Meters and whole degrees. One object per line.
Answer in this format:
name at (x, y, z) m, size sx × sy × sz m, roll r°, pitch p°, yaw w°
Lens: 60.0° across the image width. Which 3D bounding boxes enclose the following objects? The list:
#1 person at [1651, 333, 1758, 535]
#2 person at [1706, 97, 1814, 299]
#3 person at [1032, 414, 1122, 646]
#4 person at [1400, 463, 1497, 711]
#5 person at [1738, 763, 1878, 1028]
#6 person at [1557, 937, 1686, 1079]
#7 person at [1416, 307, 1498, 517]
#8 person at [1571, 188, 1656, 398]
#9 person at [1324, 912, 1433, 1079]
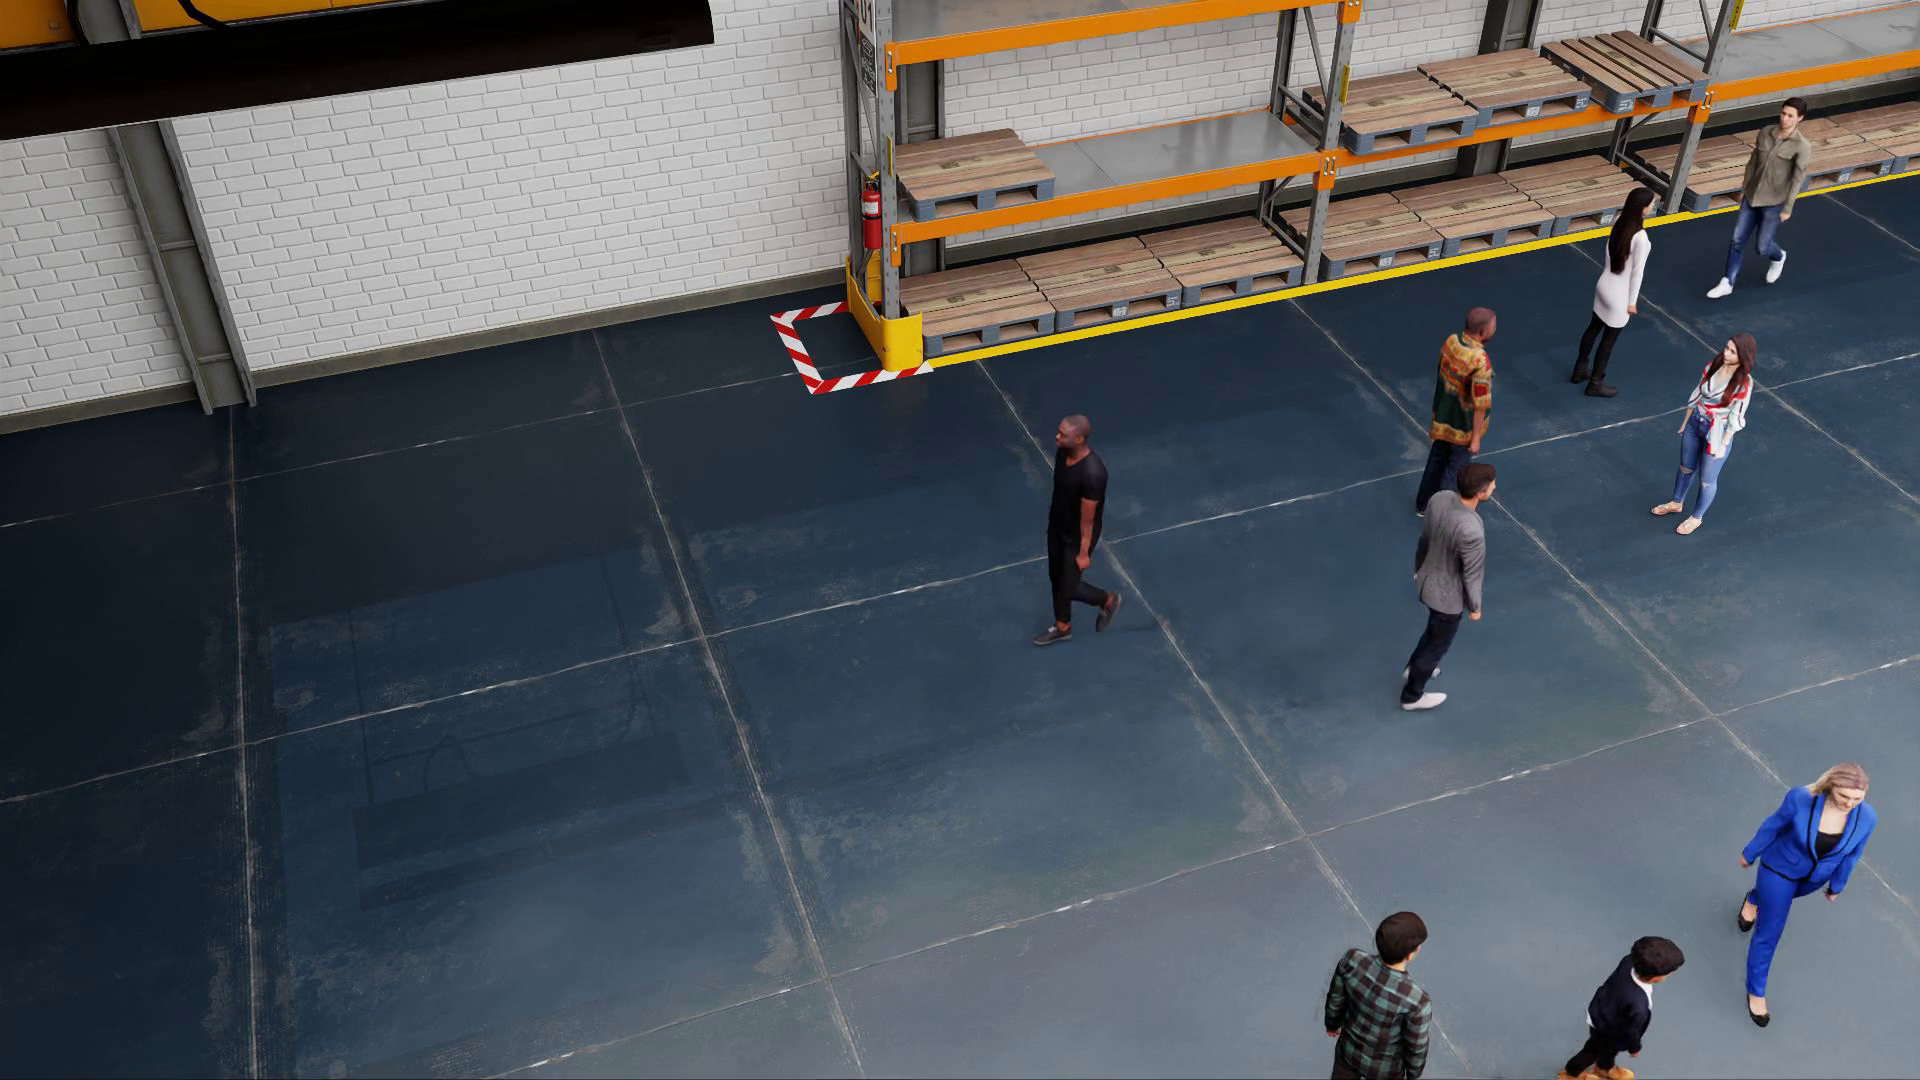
person at (5.383, -0.779, 11.925) m, size 0.533 × 1.614 × 0.609 m, roll -17°, pitch 42°, yaw -20°
person at (7.091, -2.985, 14.501) m, size 1.120 × 1.846 × 0.842 m, roll -20°, pitch 43°, yaw -24°
person at (0.810, -0.054, 10.860) m, size 0.856 × 1.810 × 0.695 m, roll -15°, pitch 41°, yaw -18°
person at (2.944, 0.325, 10.351) m, size 0.706 × 1.853 × 0.740 m, roll -6°, pitch 39°, yaw -7°
person at (4.404, 1.687, 8.813) m, size 1.177 × 1.644 × 1.092 m, roll 8°, pitch 39°, yaw 10°
person at (3.208, 2.371, 8.304) m, size 0.721 × 1.209 × 0.656 m, roll 6°, pitch 39°, yaw 8°
person at (3.551, -0.864, 11.876) m, size 0.673 × 1.807 × 0.710 m, roll -9°, pitch 40°, yaw -12°
person at (5.223, -1.985, 13.278) m, size 0.564 × 1.809 × 0.628 m, roll -8°, pitch 39°, yaw -10°
person at (1.945, 2.376, 7.808) m, size 0.751 × 1.713 × 0.700 m, roll 29°, pitch 47°, yaw 32°
